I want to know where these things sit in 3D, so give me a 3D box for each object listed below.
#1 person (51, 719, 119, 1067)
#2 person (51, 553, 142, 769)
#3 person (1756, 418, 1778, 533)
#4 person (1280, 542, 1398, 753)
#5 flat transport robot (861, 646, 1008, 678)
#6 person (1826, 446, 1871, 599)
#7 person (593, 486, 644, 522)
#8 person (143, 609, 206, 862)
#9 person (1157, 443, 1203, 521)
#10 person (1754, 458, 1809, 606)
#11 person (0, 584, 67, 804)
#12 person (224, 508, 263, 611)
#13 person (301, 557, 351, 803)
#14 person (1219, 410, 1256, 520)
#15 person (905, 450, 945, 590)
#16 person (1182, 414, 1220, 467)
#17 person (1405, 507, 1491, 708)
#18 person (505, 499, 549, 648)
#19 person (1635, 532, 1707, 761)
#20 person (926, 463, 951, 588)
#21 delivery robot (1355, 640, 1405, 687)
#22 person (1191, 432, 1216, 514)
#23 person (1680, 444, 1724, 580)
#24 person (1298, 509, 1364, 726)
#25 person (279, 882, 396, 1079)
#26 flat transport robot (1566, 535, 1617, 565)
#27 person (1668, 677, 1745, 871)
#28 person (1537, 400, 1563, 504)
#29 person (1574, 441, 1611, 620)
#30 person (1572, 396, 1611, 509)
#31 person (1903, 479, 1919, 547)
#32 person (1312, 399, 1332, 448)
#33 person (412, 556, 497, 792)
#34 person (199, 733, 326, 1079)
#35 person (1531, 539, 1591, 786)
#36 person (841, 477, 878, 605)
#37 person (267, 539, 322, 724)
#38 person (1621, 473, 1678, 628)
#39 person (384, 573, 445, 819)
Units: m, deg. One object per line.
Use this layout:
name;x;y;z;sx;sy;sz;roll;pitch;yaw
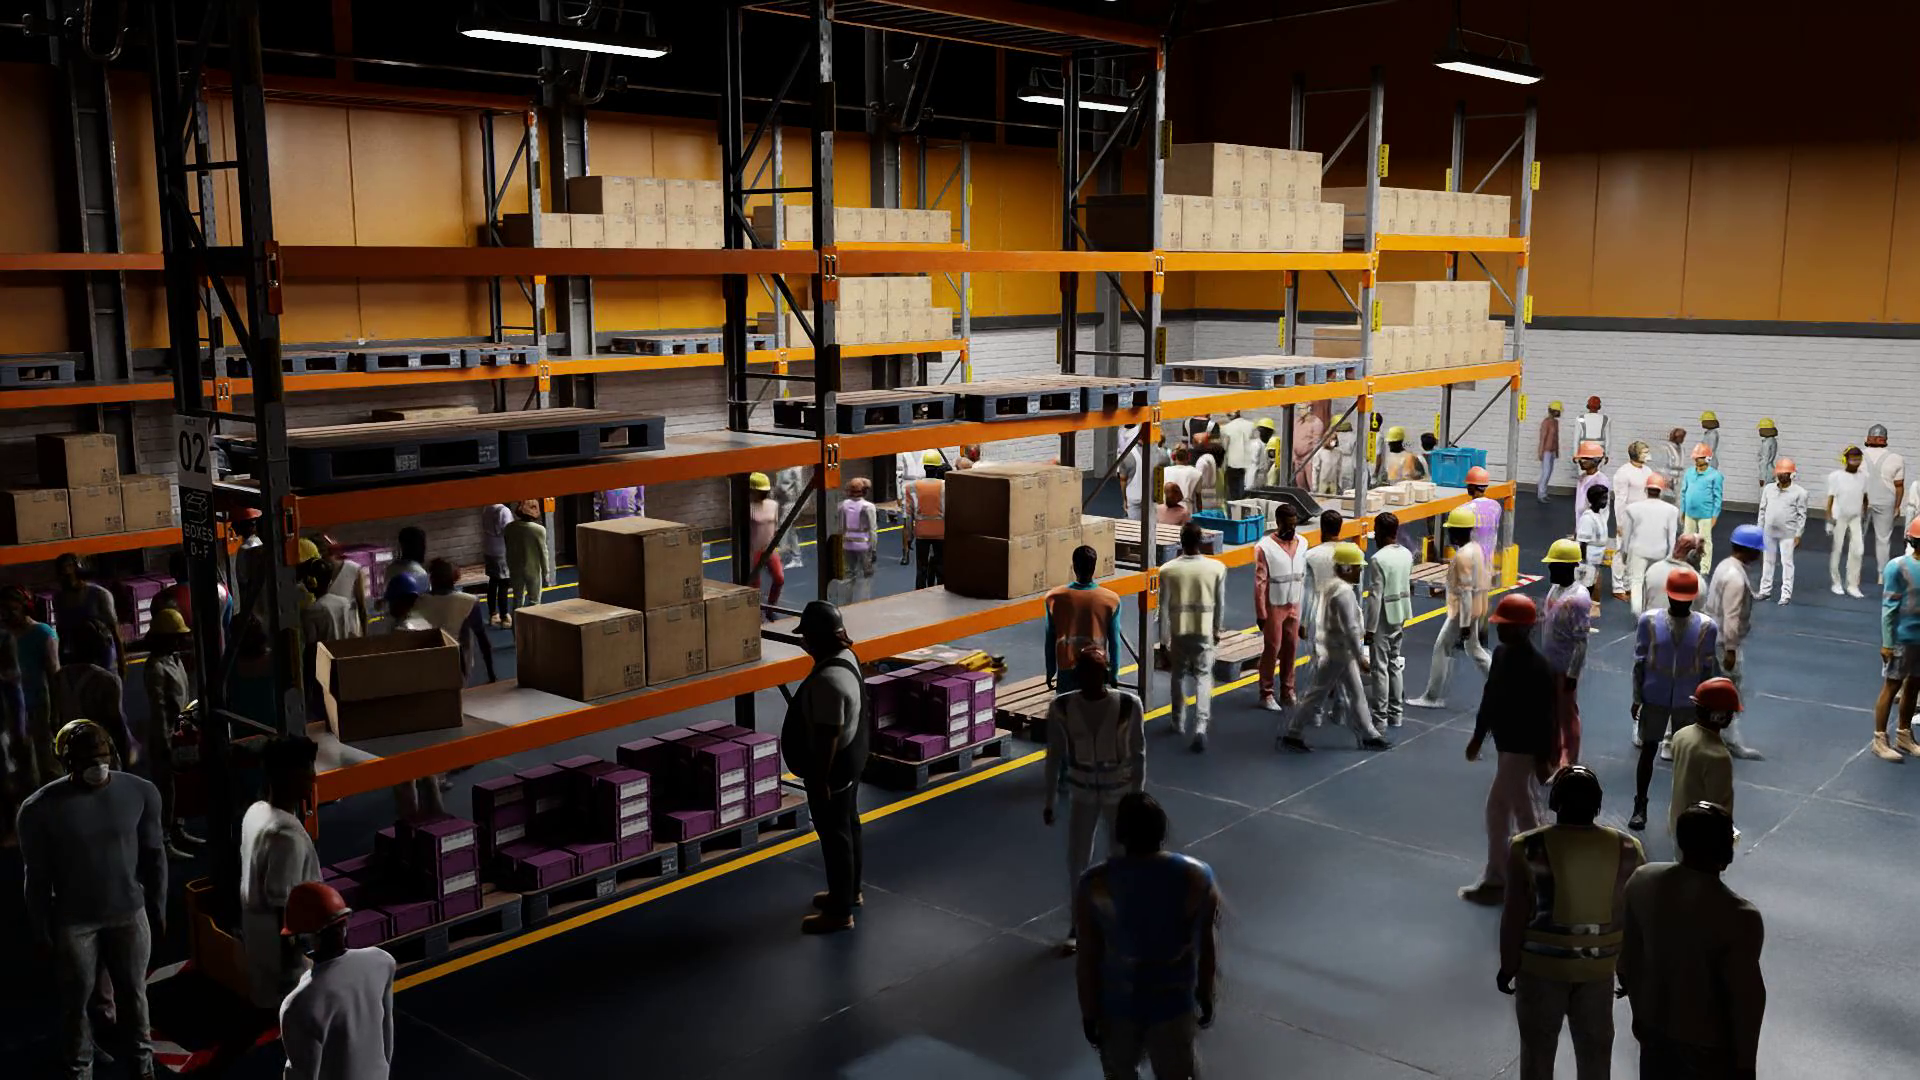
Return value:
person;-4.427;1.776;8.491;0.308;1.772;0.525;1;10;4
person;-6.838;0.983;13.073;0.554;1.820;0.401;2;10;13
person;12.066;-0.963;24.956;0.321;1.737;0.483;7;12;36
person;3.115;0.898;13.718;0.959;1.785;0.591;2;10;10
flat transport robot;-0.311;1.200;16.393;1.431;0.197;0.652;5;11;28
person;10.776;-0.215;20.148;0.565;1.837;0.715;1;10;7
person;-3.967;-0.124;19.364;0.587;1.927;0.363;-1;10;-8
person;-5.362;1.320;11.327;0.339;1.735;0.487;-2;10;-9
person;2.702;-0.265;20.472;0.561;1.838;0.392;2;10;13
person;9.745;-0.107;19.768;0.318;1.755;0.560;-7;12;-35
person;-6.557;1.199;11.758;0.561;1.834;0.391;4;10;21
person;-6.423;0.589;15.115;0.391;1.928;0.547;0;10;1
person;-4.774;1.053;12.544;0.327;1.863;0.510;3;10;18
person;4.281;-1.166;25.501;0.683;1.962;0.556;-3;10;-16
person;-0.328;-0.071;19.045;0.591;1.927;0.366;1;10;6
person;3.692;-1.194;25.456;0.612;2.031;0.403;5;11;29
person;4.579;0.634;14.971;0.956;1.887;0.609;5;11;26
person;-4.533;0.345;17.471;0.505;1.622;0.299;3;10;19
person;5.867;0.861;13.633;0.393;1.885;0.675;-3;10;-16
person;-0.230;-0.069;19.717;0.322;1.696;0.536;-7;12;-35
delivery robot;3.771;1.160;15.506;0.707;0.478;0.477;9;13;44
person;3.092;-0.474;21.629;0.468;1.871;0.589;3;10;16
person;9.464;-0.363;21.304;0.340;1.752;0.564;-5;11;-29
person;3.251;0.687;14.592;0.597;1.909;0.405;-3;10;-19
person;-2.391;2.145;6.361;0.337;1.743;0.563;3;10;20
flat transport robot;8.725;0.136;22.745;0.652;0.197;1.431;2;10;11
person;4.222;1.632;9.442;0.355;1.742;0.564;0;10;1
person;9.969;-1.497;28.105;0.353;1.753;0.537;9;13;42
person;7.145;-0.110;18.933;0.395;2.044;0.609;-1;10;-4
person;10.320;-1.412;27.188;0.579;1.883;0.352;2;10;12
person;11.218;-0.079;19.137;0.614;1.909;0.462;5;11;30
person;6.596;-2.070;30.778;0.609;1.996;0.383;-5;11;-27
person;-3.976;1.023;12.964;0.588;1.783;0.969;1;10;9
person;-3.189;1.841;7.660;0.916;1.929;0.600;-8;12;-38
person;4.685;0.947;12.971;0.367;1.927;0.590;0;10;-3
person;-1.139;0.103;18.897;0.541;1.621;0.346;7;12;36
person;-5.166;0.934;13.092;0.632;1.903;0.572;8;12;40
person;7.687;0.112;18.559;0.571;1.725;0.778;3;10;20
person;-3.819;1.189;11.573;0.393;1.893;0.670;0;10;-1
